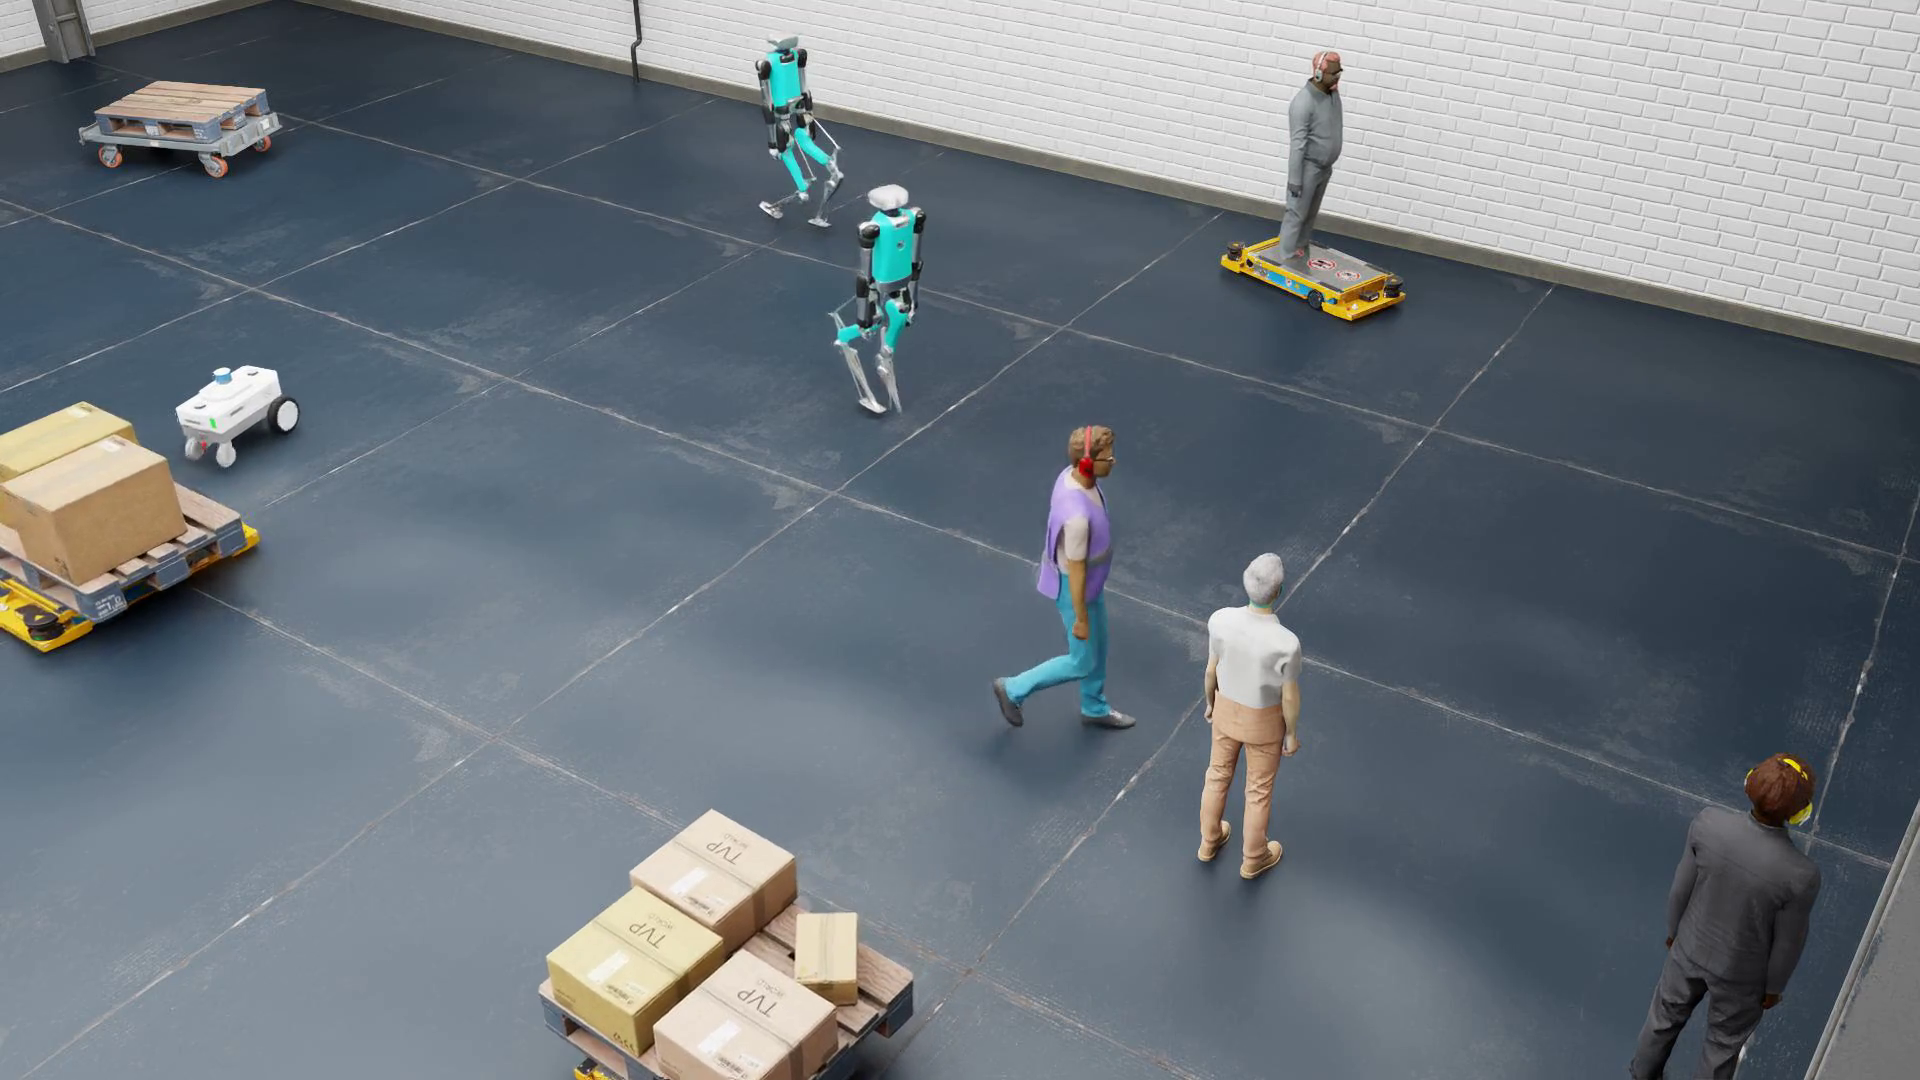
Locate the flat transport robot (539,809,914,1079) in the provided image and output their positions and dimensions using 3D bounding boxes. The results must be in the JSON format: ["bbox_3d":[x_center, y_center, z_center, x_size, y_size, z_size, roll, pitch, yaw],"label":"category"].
[{"bbox_3d":[-0.958,2.090,7.004,0.659,0.231,1.431,22,39,31],"label":"flat transport robot"}]

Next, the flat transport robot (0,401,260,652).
[{"bbox_3d":[-5.036,0.163,10.003,0.659,0.231,1.431,20,38,28],"label":"flat transport robot"}]

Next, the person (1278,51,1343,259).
[{"bbox_3d":[2.850,-2.983,13.385,0.402,1.907,0.642,22,39,30],"label":"person"}]

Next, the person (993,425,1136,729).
[{"bbox_3d":[0.570,0.234,8.446,0.675,1.829,0.574,5,33,7],"label":"person"}]

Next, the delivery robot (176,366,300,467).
[{"bbox_3d":[-4.971,-0.896,11.392,0.499,0.602,0.795,11,34,17],"label":"delivery robot"}]

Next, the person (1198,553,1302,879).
[{"bbox_3d":[1.334,0.810,7.627,0.474,1.750,0.321,21,38,29],"label":"person"}]

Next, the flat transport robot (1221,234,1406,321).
[{"bbox_3d":[2.891,-2.190,13.664,0.659,0.231,1.431,-23,39,-31],"label":"flat transport robot"}]

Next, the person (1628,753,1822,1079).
[{"bbox_3d":[2.914,1.568,6.332,0.356,1.875,0.494,-26,41,-34],"label":"person"}]

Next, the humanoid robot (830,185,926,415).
[{"bbox_3d":[-0.619,-1.612,11.459,0.535,1.831,0.748,-26,41,-34],"label":"humanoid robot"}]

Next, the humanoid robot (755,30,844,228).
[{"bbox_3d":[-1.354,-3.451,14.258,0.982,1.732,0.541,26,41,34],"label":"humanoid robot"}]
